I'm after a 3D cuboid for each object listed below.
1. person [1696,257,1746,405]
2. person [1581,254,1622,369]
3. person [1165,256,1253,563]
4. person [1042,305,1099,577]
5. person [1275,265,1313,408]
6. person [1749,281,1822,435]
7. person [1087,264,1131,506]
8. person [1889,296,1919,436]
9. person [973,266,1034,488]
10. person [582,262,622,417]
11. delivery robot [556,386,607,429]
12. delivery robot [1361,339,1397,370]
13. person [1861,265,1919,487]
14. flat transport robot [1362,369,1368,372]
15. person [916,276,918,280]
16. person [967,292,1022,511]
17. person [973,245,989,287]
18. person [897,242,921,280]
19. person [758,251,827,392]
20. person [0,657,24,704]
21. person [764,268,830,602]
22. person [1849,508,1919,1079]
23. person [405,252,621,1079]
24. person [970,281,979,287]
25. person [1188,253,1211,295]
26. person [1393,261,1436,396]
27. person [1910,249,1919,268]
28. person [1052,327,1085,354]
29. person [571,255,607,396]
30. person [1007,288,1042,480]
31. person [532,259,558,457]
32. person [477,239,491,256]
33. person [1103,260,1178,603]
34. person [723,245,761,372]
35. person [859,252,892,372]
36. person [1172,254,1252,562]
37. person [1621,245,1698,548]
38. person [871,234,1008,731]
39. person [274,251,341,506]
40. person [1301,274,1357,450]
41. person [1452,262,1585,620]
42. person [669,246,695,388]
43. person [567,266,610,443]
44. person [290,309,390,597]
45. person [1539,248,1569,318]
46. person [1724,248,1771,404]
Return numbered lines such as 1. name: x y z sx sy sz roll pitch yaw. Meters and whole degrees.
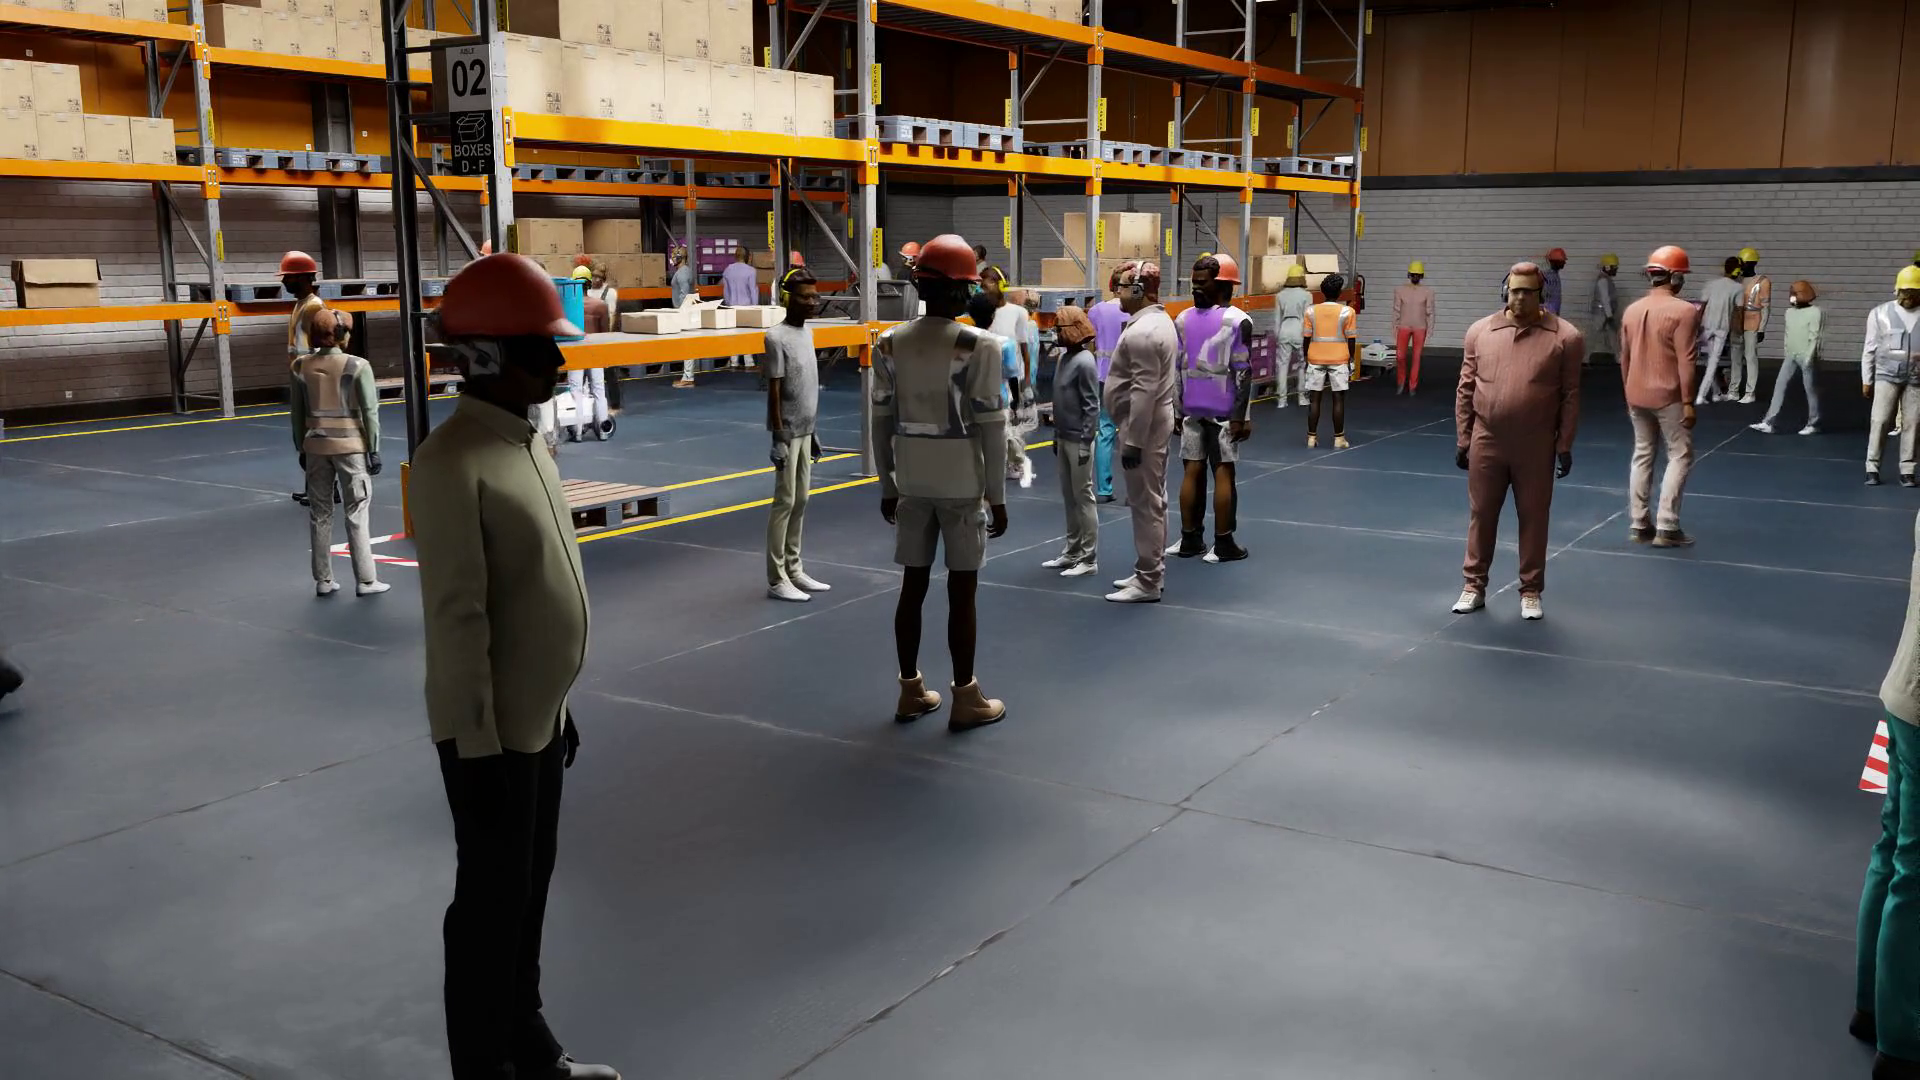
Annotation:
1. person: 9.390 -2.574 20.529 0.930 1.813 0.520 -8 13 -38
2. person: 10.176 -3.552 25.997 0.907 1.785 0.627 5 11 27
3. person: 1.576 -0.824 10.532 0.382 1.918 0.597 -9 14 -41
4. person: 0.682 -0.593 10.044 0.269 1.632 0.504 -3 11 -17
5. person: 4.094 -2.478 20.254 0.525 1.715 0.738 7 12 32
6. person: 8.617 -1.869 17.197 0.812 1.590 0.521 -3 11 -16
7. person: 1.222 -1.171 12.681 0.563 1.838 0.390 7 12 34
8. person: 9.883 -1.867 17.107 0.501 1.633 0.279 10 14 43
9. person: 0.350 -1.264 13.262 0.523 1.829 0.898 6 12 30
10. person: -4.117 -2.238 18.775 0.526 1.776 0.914 3 11 17
11. delivery robot: -3.916 -1.318 16.792 0.477 0.478 0.707 8 13 37
12. delivery robot: 6.162 -2.720 24.563 0.477 0.478 0.707 -4 11 -22
13. person: 7.759 -1.344 13.703 0.602 1.818 0.406 4 11 20
14. flat transport robot: 5.948 -2.727 25.645 0.652 0.197 1.431 2 11 13
15. person: -0.475 -3.132 23.591 0.653 1.823 0.432 7 12 32
16. person: 0.157 -0.970 12.076 0.540 1.655 0.873 4 11 21
17. person: 0.323 -3.847 27.230 0.372 1.940 0.629 -2 10 -10
18. person: -0.651 -2.897 21.809 0.396 1.992 0.623 -2 10 -13
19. person: -2.270 -2.879 22.059 1.024 1.880 0.560 3 11 16
20. person: -4.409 -0.115 6.765 0.563 1.889 1.005 7 12 35
21. person: -0.924 -0.592 9.400 0.319 1.865 0.521 3 11 19
22. person: 2.385 0.436 3.974 0.330 1.768 0.526 4 11 21
23. person: -0.978 0.381 3.647 0.376 1.996 0.608 0 10 0
24. person: -0.026 -2.833 21.874 0.595 1.853 0.491 -2 10 -12
25. person: 3.813 -3.575 26.046 0.403 1.823 0.593 -6 12 -29
26. person: 5.849 -2.715 21.461 0.540 1.749 0.572 3 11 17
27. person: 14.070 -3.294 24.259 0.545 1.910 0.608 1 10 8
28. person: 1.462 -2.774 21.408 0.647 1.902 0.400 -3 11 -18
29. person: -4.625 -2.588 20.533 0.598 1.828 0.978 -2 10 -12
30. person: 0.432 -1.286 13.895 0.486 1.619 0.532 -5 11 -25
31. person: -3.951 -1.686 15.524 0.429 1.845 0.620 -1 10 -4
32. person: -4.239 -1.738 15.260 0.393 2.040 0.611 -8 13 -38
33. person: 1.000 -0.601 9.332 0.400 1.910 0.643 3 11 15
34. person: -3.343 -3.540 25.534 0.635 1.936 0.355 6 12 30
35. person: -1.338 -3.566 25.387 0.539 2.000 0.688 -7 13 -35
36. person: 1.609 -0.833 10.541 0.552 1.932 0.377 8 13 38
37. person: 4.649 -0.947 11.037 0.442 1.984 0.658 -4 11 -21
38. person: -0.065 -0.233 6.914 0.615 2.042 0.376 6 12 30
39. person: -4.997 -1.230 12.734 0.367 1.935 0.552 -6 12 -30
40. person: 3.576 -1.723 16.132 0.540 1.695 0.317 5 11 25
41. person: 2.971 -0.527 8.925 0.638 1.908 0.409 5 11 26
42. person: -3.816 -3.064 22.890 0.356 1.938 0.638 -1 10 -5
43. person: -3.771 -1.860 16.697 0.534 1.767 0.314 -4 11 -22
44. person: -3.538 -0.488 9.454 0.516 1.636 0.314 2 10 9
45. person: 8.956 -3.518 25.491 0.833 1.912 0.554 4 11 19
46. person: 9.743 -2.655 20.658 0.375 1.925 0.595 -4 11 -22
